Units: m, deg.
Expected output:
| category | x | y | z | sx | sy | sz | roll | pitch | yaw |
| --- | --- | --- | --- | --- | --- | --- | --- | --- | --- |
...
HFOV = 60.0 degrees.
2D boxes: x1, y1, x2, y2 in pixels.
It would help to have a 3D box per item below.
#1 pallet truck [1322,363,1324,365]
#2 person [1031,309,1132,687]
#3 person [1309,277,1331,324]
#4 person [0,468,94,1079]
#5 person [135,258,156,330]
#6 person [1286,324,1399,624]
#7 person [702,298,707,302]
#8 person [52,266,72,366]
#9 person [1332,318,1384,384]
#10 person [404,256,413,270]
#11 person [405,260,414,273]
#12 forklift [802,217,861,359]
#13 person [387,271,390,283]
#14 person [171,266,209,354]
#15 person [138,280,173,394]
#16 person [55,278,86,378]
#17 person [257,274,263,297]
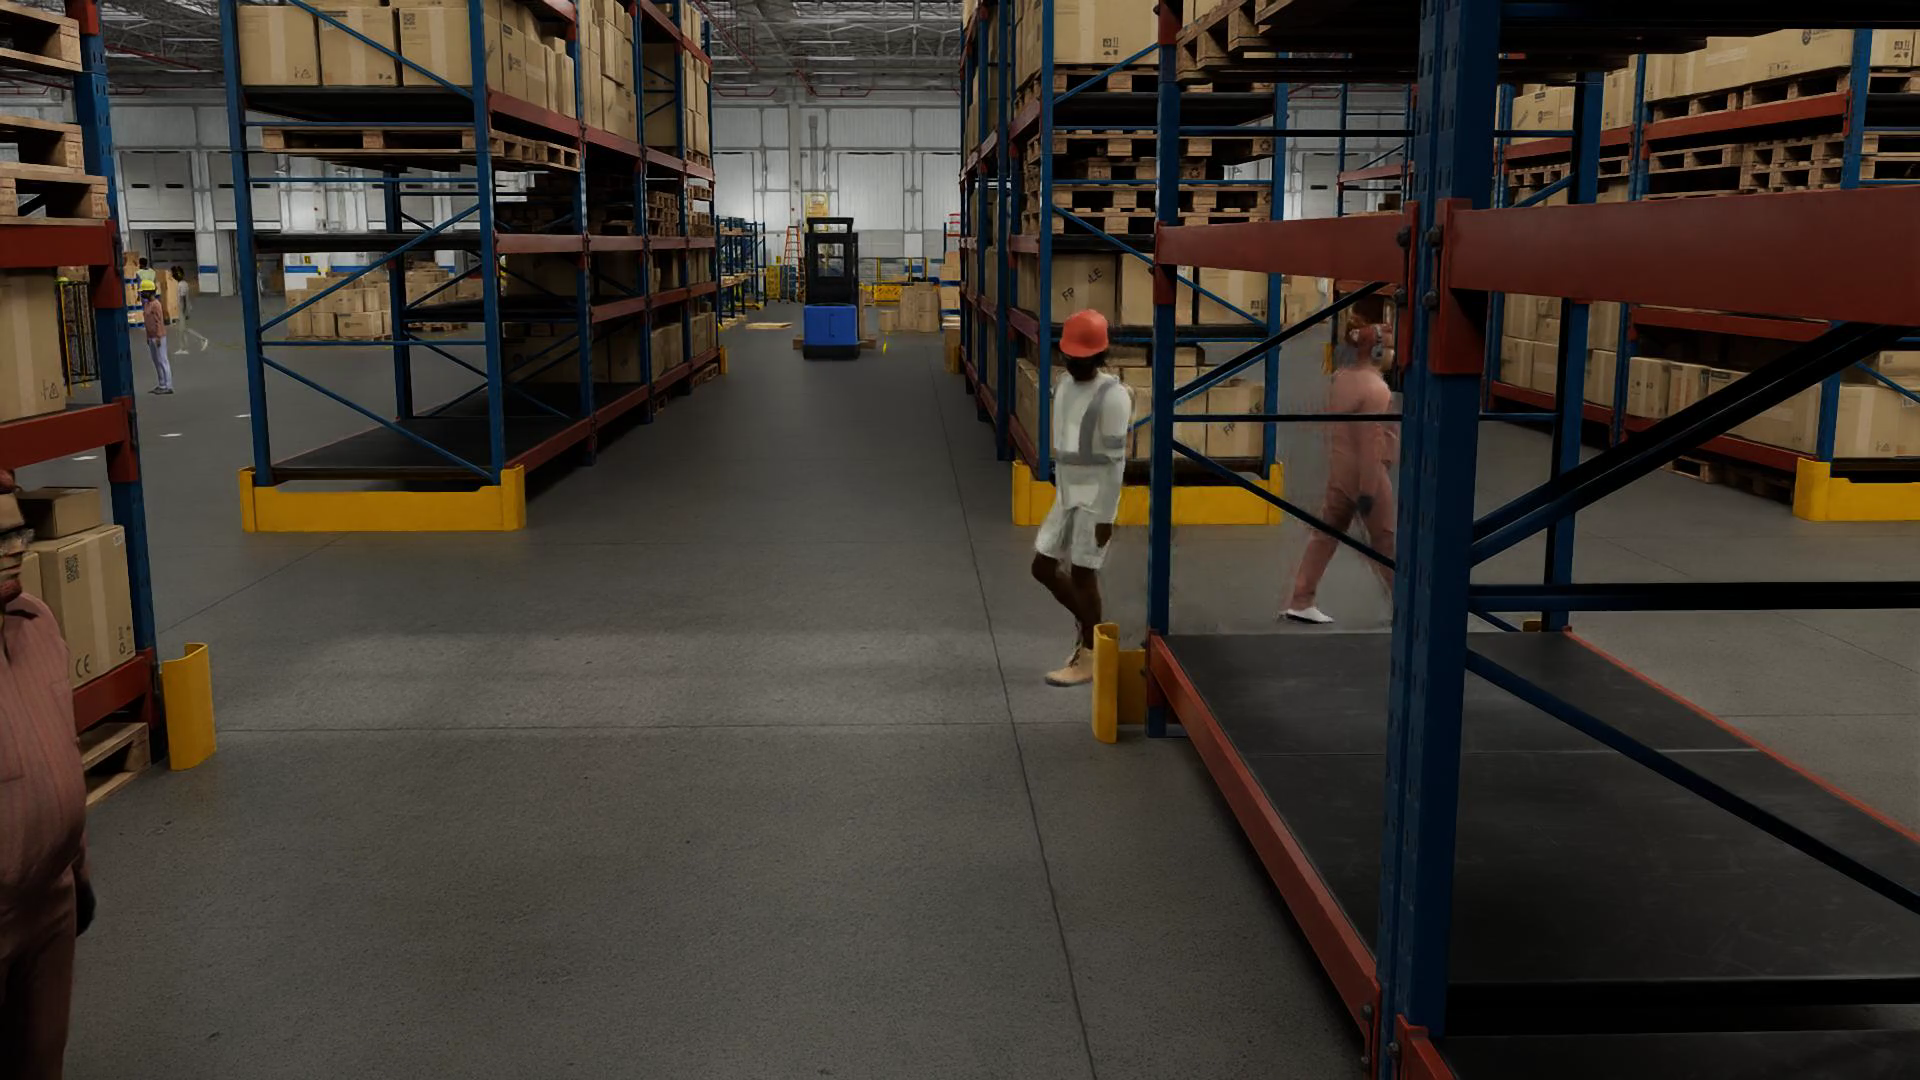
| category | x | y | z | sx | sy | sz | roll | pitch | yaw |
| --- | --- | --- | --- | --- | --- | --- | --- | --- | --- |
| pallet truck | 7.712 | -4.157 | 30.737 | 1.885 | 1.965 | 0.823 | 3 | 11 | 16 |
| person | 0.614 | -0.203 | 8.689 | 0.429 | 2.004 | 0.651 | -5 | 11 | -27 |
| person | 10.360 | -7.141 | 47.564 | 0.497 | 1.925 | 0.657 | 2 | 10 | 8 |
| person | -2.064 | 0.776 | 3.553 | 0.394 | 1.899 | 0.641 | 1 | 10 | 5 |
| person | -21.506 | -6.498 | 43.997 | 0.399 | 1.920 | 0.589 | 4 | 11 | 23 |
| person | 2.474 | -0.387 | 10.133 | 1.019 | 1.852 | 0.659 | -2 | 10 | -11 |
| person | -8.772 | -8.655 | 56.024 | 0.559 | 1.908 | 0.615 | 1 | 10 | 6 |
| person | -17.087 | -4.243 | 31.339 | 0.595 | 1.957 | 0.372 | 3 | 11 | 15 |
| person | 4.009 | -1.450 | 16.808 | 0.514 | 1.593 | 0.845 | 2 | 10 | 10 |
| person | -20.797 | -9.751 | 62.426 | 0.471 | 1.816 | 0.803 | 6 | 12 | 29 |
| person | -15.887 | -7.164 | 48.024 | 1.033 | 1.801 | 0.510 | 3 | 11 | 18 |
| forklift | -2.581 | -5.056 | 33.285 | 1.129 | 2.768 | 1.873 | 0 | 10 | -2 |
| person | -18.770 | -8.402 | 55.251 | 0.321 | 1.691 | 0.533 | 8 | 13 | 38 |
| person | -16.129 | -4.788 | 34.699 | 0.643 | 1.844 | 0.516 | -4 | 11 | -23 |
| person | -12.435 | -3.122 | 25.651 | 0.351 | 1.758 | 0.526 | -10 | 14 | -43 |
| person | -15.322 | -3.641 | 28.619 | 0.926 | 1.713 | 0.544 | 5 | 12 | 28 |
| person | -21.076 | -7.377 | 49.481 | 0.494 | 1.704 | 0.853 | 1 | 10 | 4 |
